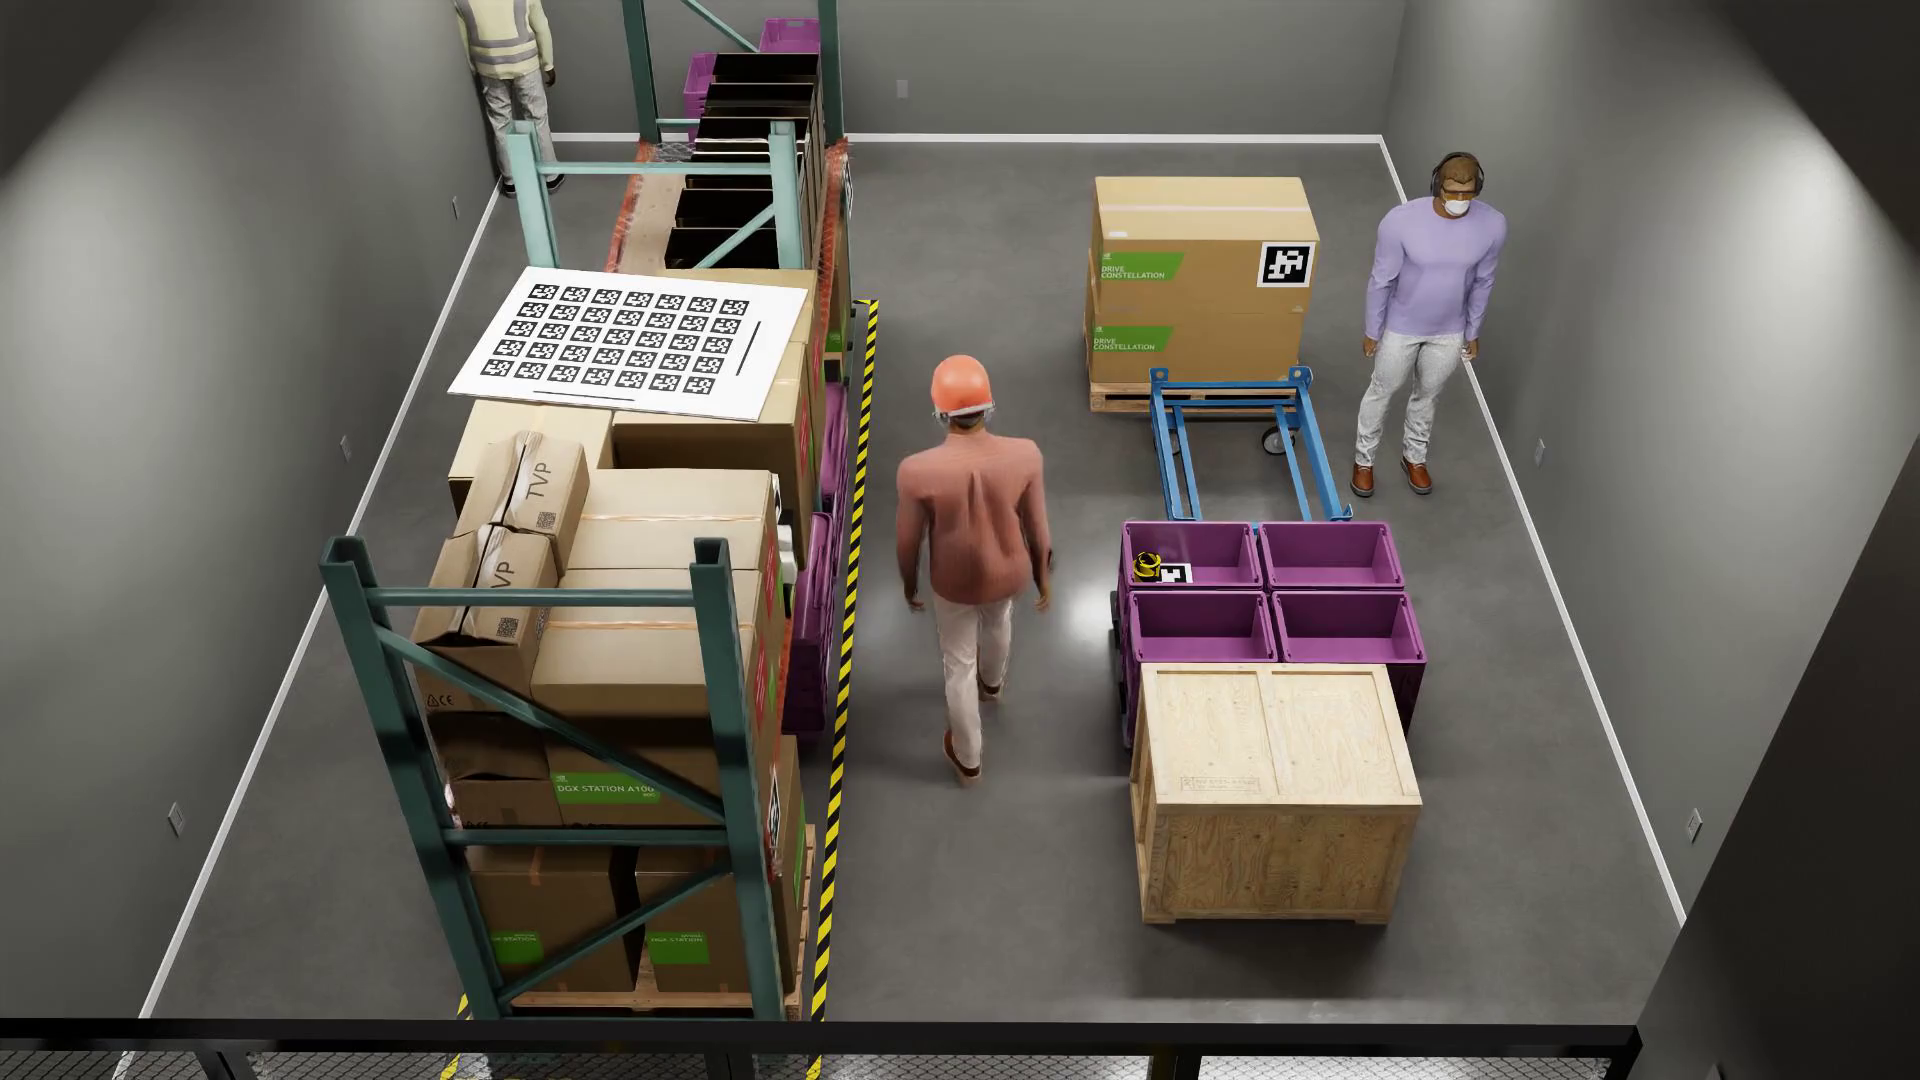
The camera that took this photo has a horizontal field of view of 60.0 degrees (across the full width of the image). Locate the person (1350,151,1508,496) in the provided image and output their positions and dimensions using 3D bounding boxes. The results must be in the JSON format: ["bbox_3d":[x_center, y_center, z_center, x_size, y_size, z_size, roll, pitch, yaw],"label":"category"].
[{"bbox_3d":[2.322,-1.063,8.326,0.632,1.940,0.372,-2,41,-2],"label":"person"}]

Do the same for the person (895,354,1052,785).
[{"bbox_3d":[0.036,0.089,7.013,0.631,1.945,0.850,-10,42,-11],"label":"person"}]

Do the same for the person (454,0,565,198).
[{"bbox_3d":[-2.910,-3.081,10.706,0.600,1.831,0.404,-6,42,-6],"label":"person"}]
